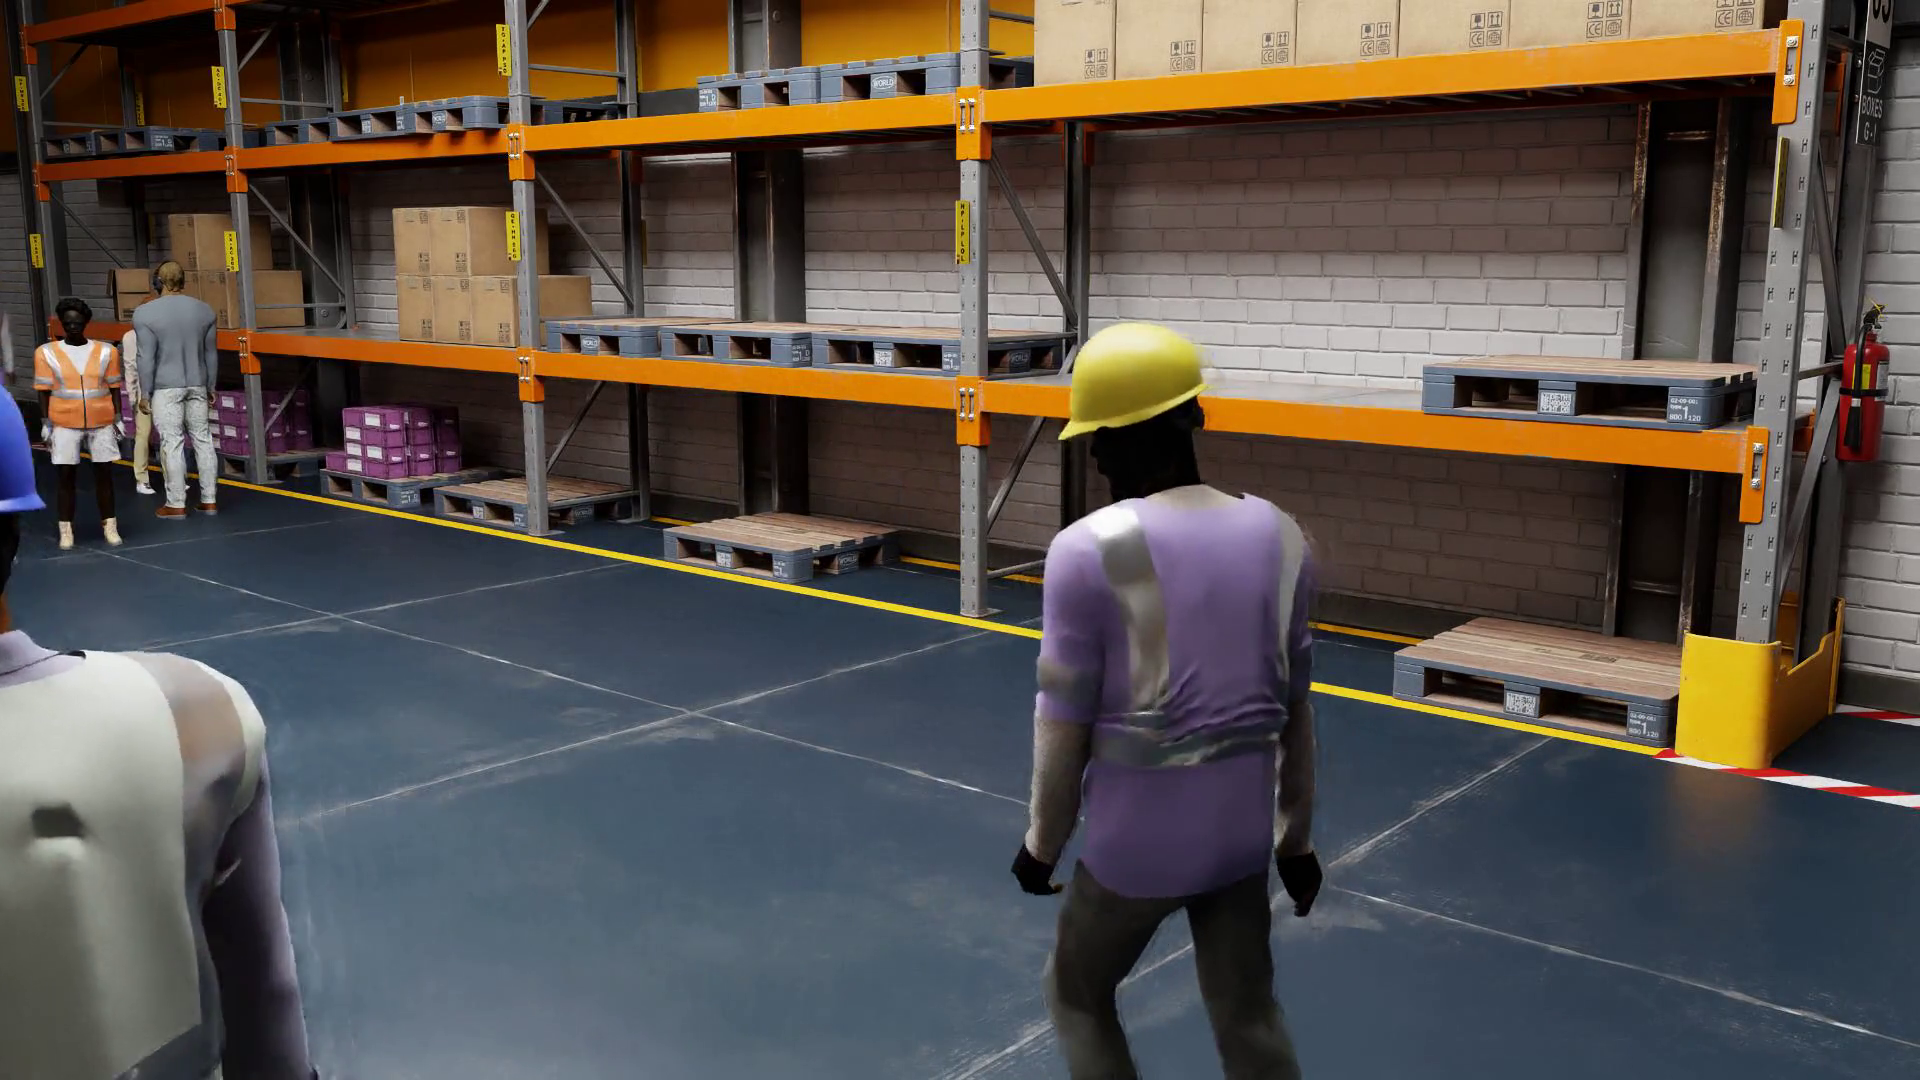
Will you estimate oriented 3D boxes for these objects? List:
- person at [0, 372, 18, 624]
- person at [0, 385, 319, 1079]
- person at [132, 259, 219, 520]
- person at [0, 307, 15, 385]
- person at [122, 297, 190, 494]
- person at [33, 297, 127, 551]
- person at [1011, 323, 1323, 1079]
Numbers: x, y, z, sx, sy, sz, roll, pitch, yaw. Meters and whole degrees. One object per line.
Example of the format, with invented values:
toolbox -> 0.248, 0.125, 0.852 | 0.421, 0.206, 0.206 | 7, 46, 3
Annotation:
person -> -4.331, -0.154, 7.118 | 0.574, 1.874, 0.758 | -9, 14, -43
person -> -1.100, 0.754, 1.803 | 0.786, 1.922, 0.638 | 6, 12, 30
person -> -5.855, -1.122, 12.460 | 0.372, 1.940, 0.631 | 7, 12, 34
person -> -9.574, -1.695, 16.137 | 0.898, 1.785, 0.621 | 9, 13, 41
person -> -6.655, -1.194, 13.773 | 0.283, 1.629, 0.503 | 7, 12, 33
person -> -5.911, -0.782, 11.203 | 0.540, 1.697, 0.317 | -7, 12, -34
person -> 0.409, 0.545, 3.112 | 0.617, 1.883, 0.586 | -6, 12, -32
